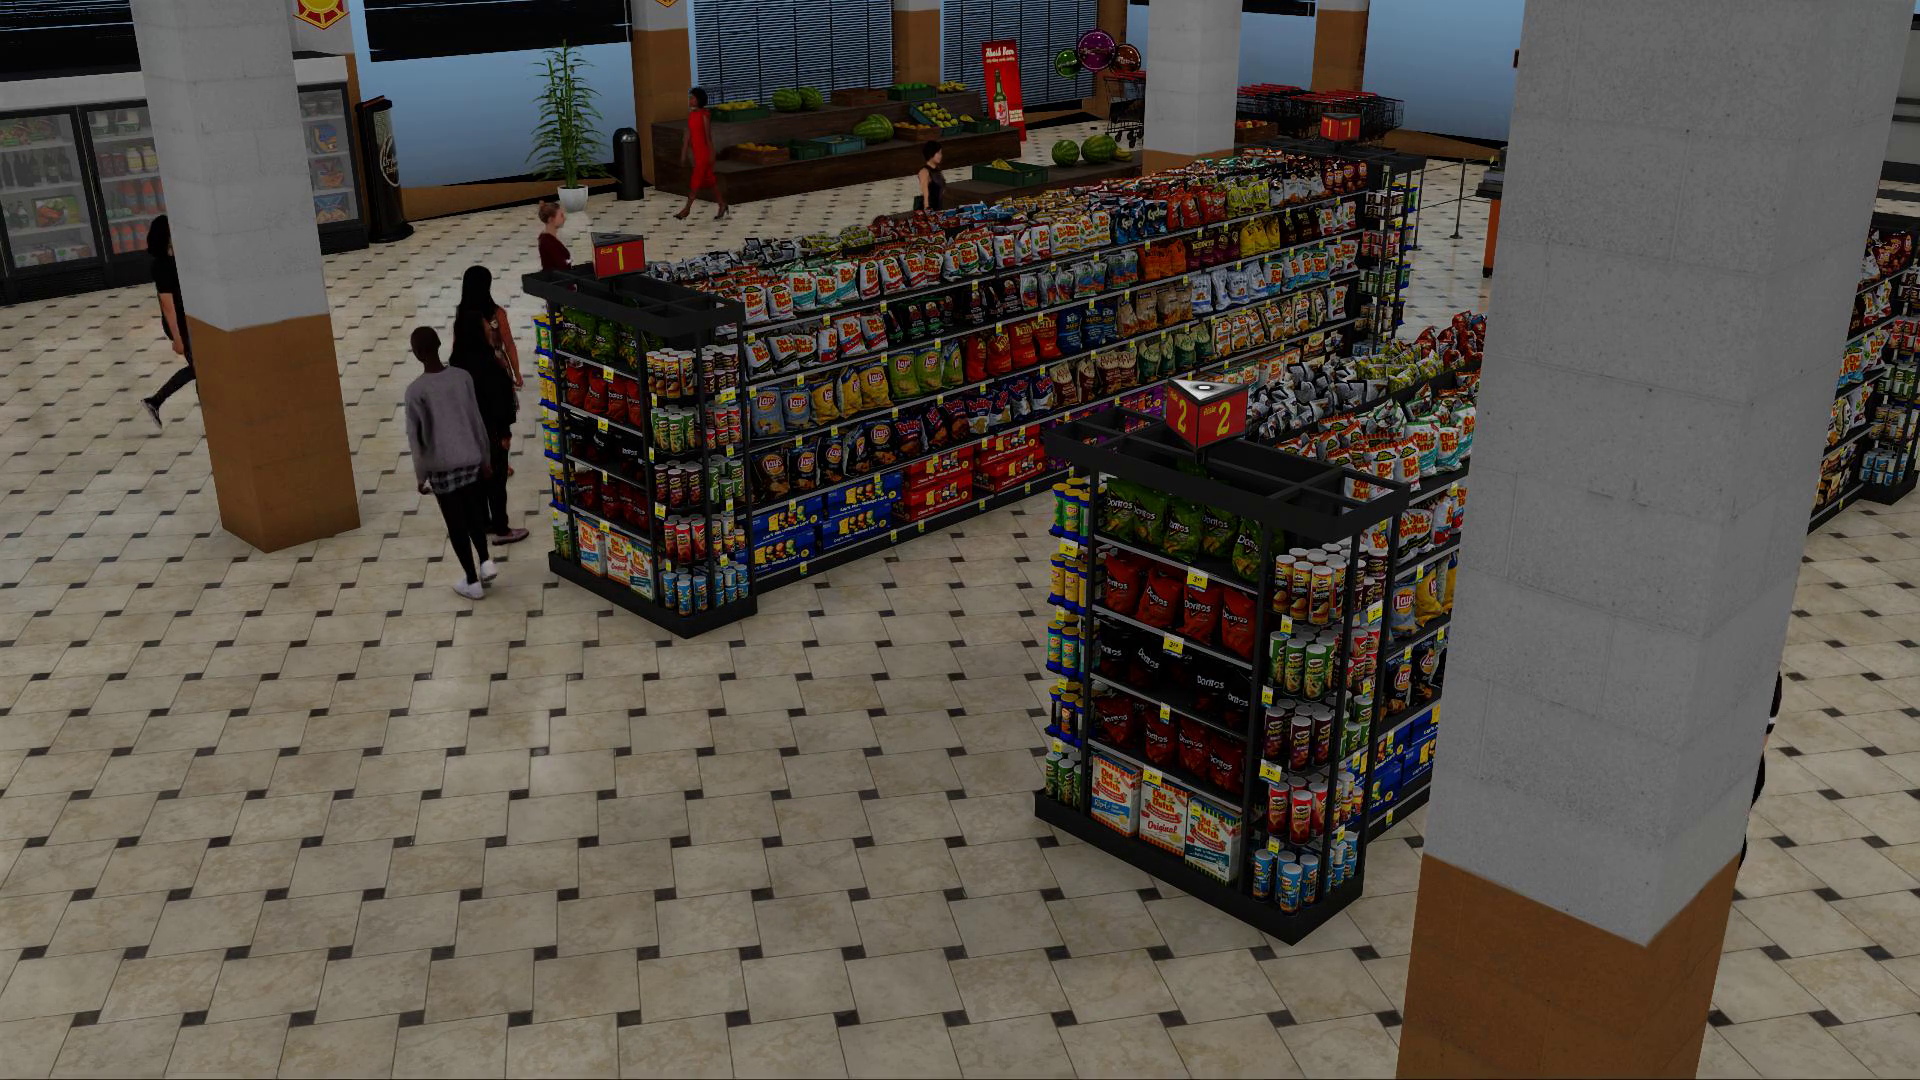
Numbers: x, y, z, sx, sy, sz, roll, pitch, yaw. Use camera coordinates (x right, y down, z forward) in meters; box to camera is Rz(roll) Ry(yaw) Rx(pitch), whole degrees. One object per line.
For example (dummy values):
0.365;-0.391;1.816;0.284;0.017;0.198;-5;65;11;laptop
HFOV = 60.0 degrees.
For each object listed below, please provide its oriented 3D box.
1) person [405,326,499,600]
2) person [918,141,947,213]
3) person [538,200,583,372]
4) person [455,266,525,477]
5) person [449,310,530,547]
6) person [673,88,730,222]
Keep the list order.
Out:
-3.113;-0.450;10.371;0.570;1.752;0.684;-19;29;-39;person
-0.402;-3.610;18.462;0.794;1.582;0.876;11;24;25;person
-3.606;-2.128;14.639;0.823;1.683;0.770;-6;23;-14;person
-3.571;-1.212;12.426;0.764;1.633;0.790;7;23;18;person
-3.255;-0.766;11.338;0.647;1.617;0.627;18;28;37;person
-3.302;-5.020;21.812;1.110;1.701;0.683;-17;27;-36;person
